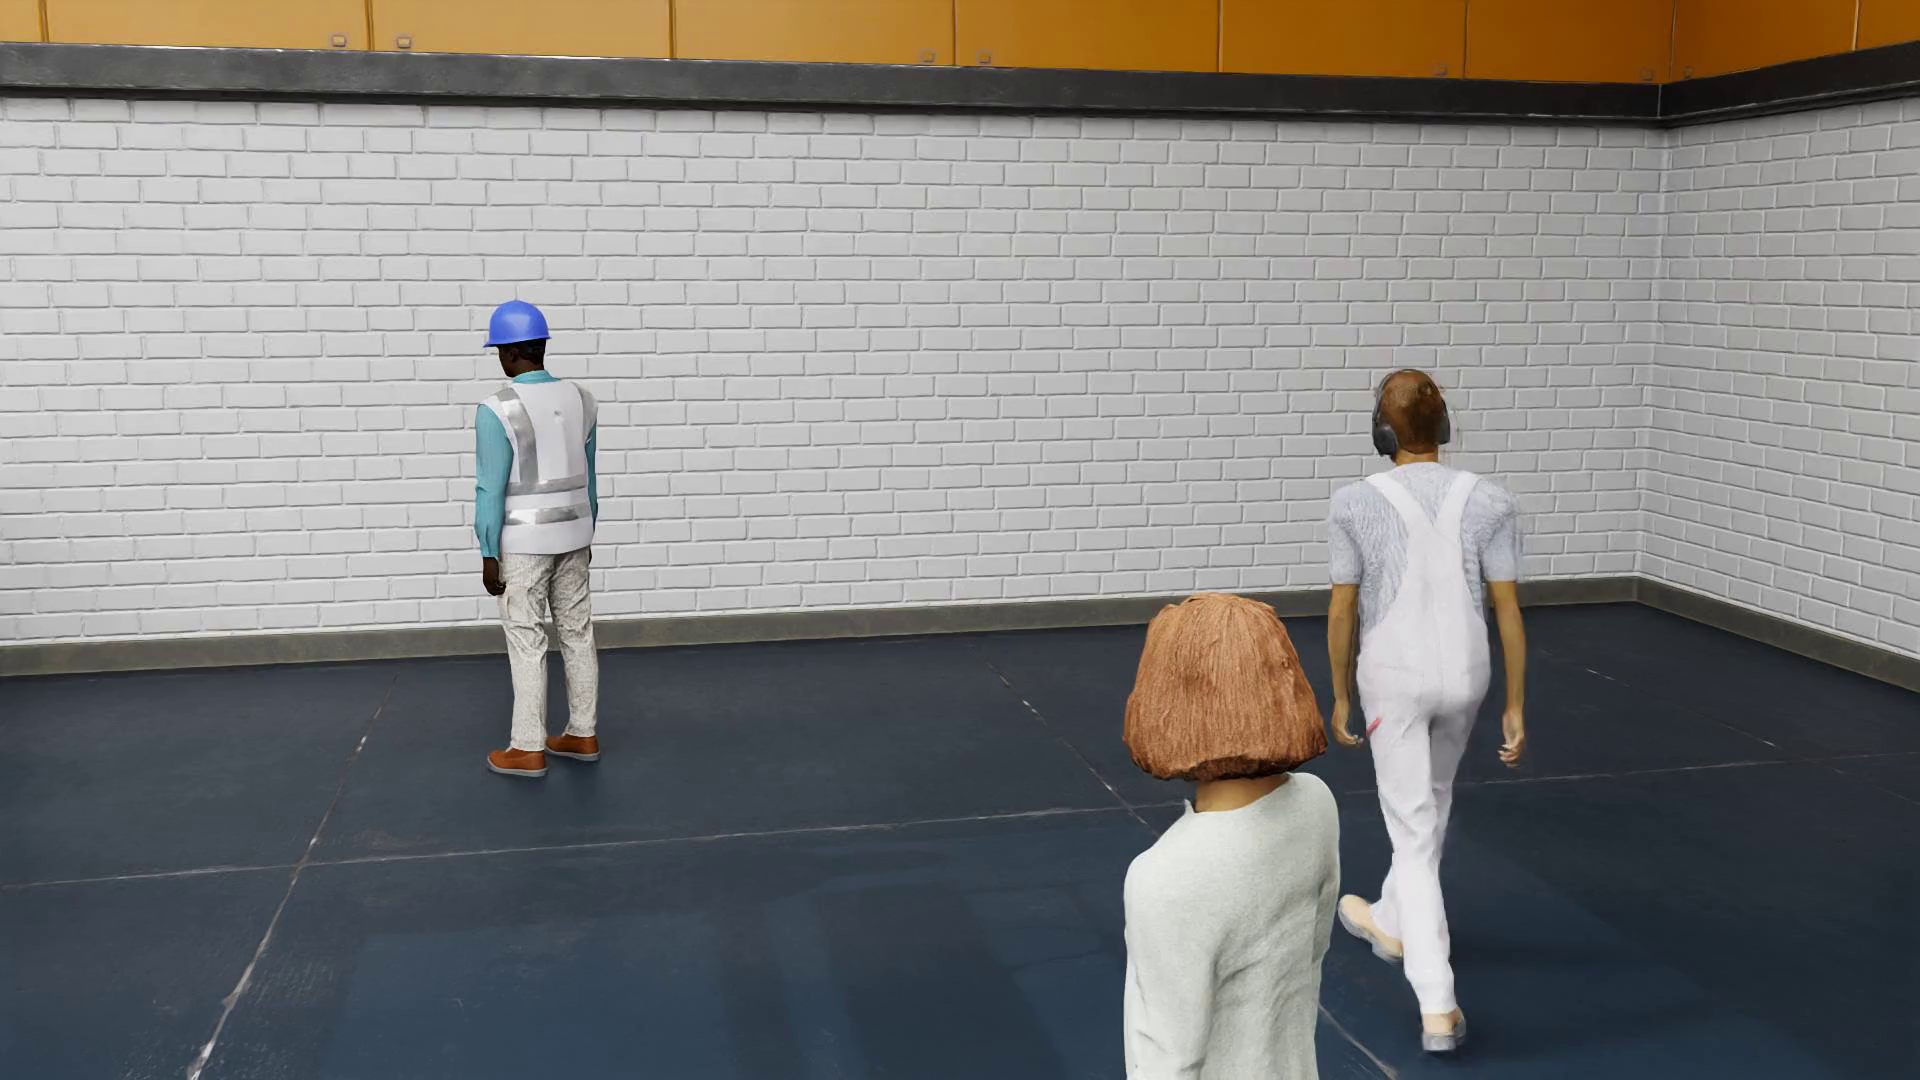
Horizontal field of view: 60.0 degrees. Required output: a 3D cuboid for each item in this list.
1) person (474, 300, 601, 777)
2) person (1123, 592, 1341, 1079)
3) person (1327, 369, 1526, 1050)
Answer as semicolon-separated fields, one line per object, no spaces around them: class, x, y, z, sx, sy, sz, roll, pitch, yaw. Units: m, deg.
person;-1.733;-0.003;6.814;0.416;1.939;0.605;6;11;34
person;0.357;0.881;2.348;0.283;1.633;0.497;7;11;35
person;1.284;0.435;4.610;0.514;1.800;0.907;0;9;-2
